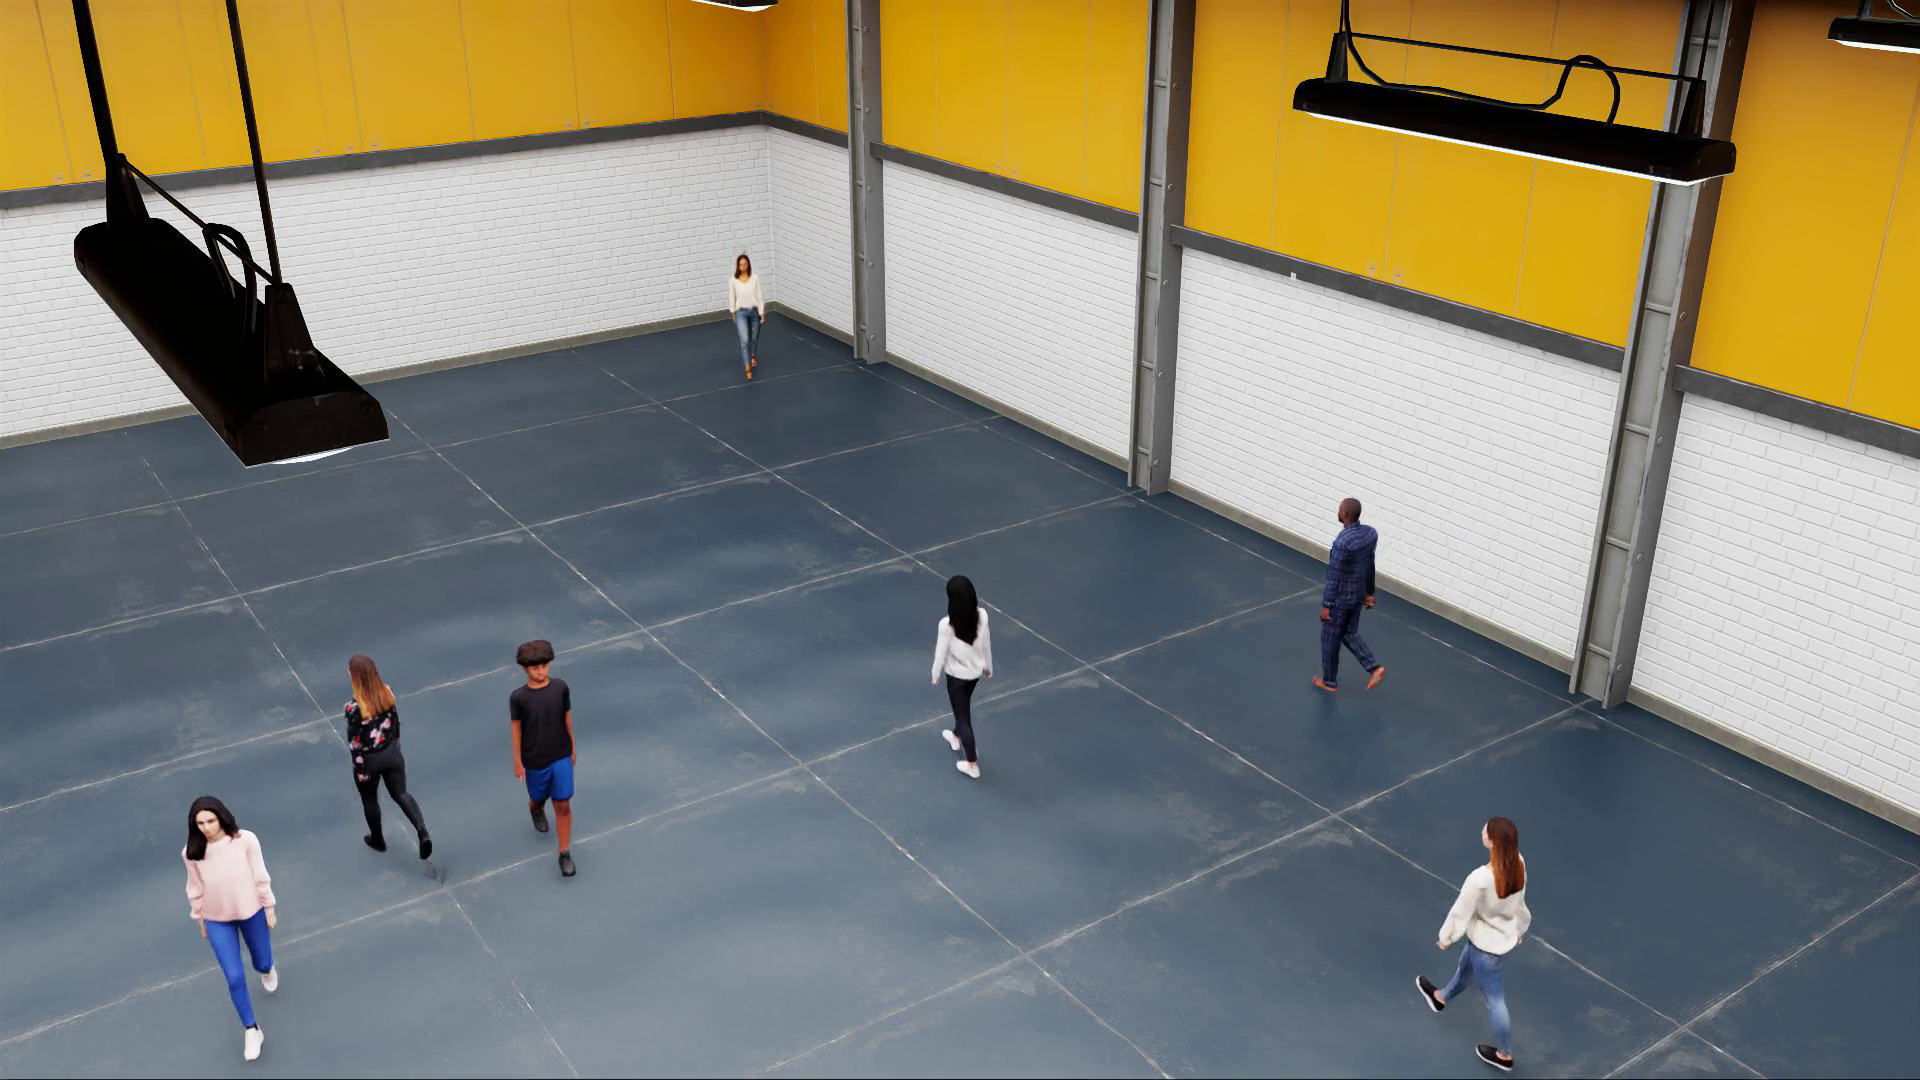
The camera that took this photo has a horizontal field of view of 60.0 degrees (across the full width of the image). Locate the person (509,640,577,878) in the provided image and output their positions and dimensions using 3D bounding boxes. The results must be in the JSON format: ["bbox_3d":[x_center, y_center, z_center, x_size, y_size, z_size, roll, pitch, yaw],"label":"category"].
[{"bbox_3d":[-3.019,1.516,12.043,0.735,1.777,1.130,-10,26,-23],"label":"person"}]

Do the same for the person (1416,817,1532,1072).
[{"bbox_3d":[3.256,2.468,10.021,0.635,1.652,1.027,-16,28,-32],"label":"person"}]

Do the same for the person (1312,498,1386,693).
[{"bbox_3d":[3.391,0.531,14.271,0.749,1.797,0.898,-21,31,-39],"label":"person"}]

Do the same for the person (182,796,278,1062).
[{"bbox_3d":[-4.457,2.303,10.279,0.839,1.747,1.078,-7,25,-15],"label":"person"}]

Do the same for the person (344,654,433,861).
[{"bbox_3d":[-4.147,1.593,12.008,1.027,1.663,0.741,18,29,35],"label":"person"}]

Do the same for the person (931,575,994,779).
[{"bbox_3d":[0.083,1.100,13.119,0.635,1.677,0.878,-17,29,-34],"label":"person"}]

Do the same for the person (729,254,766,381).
[{"bbox_3d":[-2.890,-3.084,22.734,0.868,1.642,1.141,-5,24,-12],"label":"person"}]
